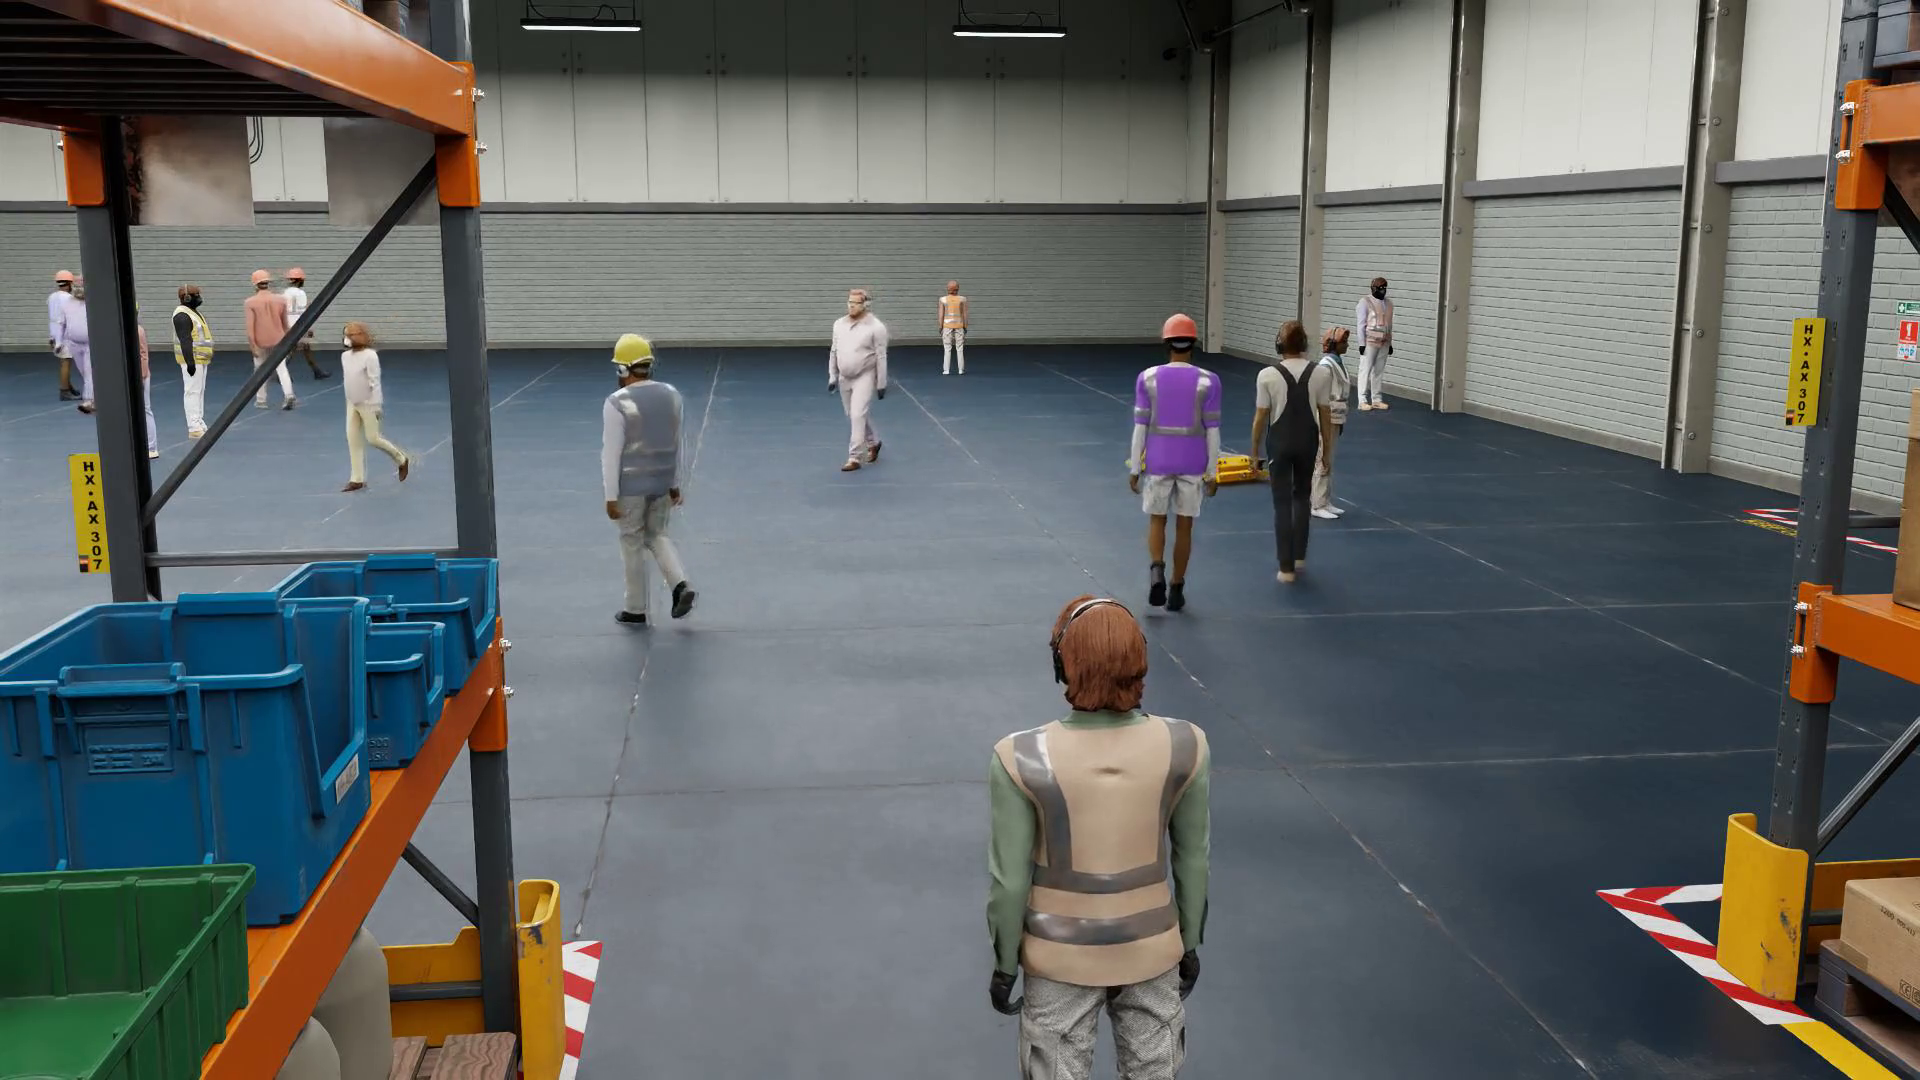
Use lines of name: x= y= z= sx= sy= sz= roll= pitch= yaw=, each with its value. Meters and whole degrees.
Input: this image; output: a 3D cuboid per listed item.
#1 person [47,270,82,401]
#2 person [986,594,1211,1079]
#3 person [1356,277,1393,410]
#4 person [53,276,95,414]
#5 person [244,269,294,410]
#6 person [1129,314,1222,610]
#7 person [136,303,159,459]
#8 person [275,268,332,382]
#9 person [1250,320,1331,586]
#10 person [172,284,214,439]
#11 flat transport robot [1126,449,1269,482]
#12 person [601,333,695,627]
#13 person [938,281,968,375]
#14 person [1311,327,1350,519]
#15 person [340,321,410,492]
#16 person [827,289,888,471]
person: x=-13.225 y=-3.024 z=24.641 sx=0.645 sy=1.909 sz=0.604 roll=5 pitch=12 yaw=26
person: x=0.307 y=0.932 z=3.665 sx=0.511 sy=1.641 sz=0.307 roll=-3 pitch=11 yaw=-14
person: x=5.807 y=-2.734 z=23.207 sx=0.619 sy=1.845 sz=0.430 roll=-6 pitch=12 yaw=-30
person: x=-11.988 y=-2.652 z=22.696 sx=0.659 sy=1.854 sz=0.975 roll=0 pitch=10 yaw=-1
person: x=-9.635 y=-2.792 z=23.227 sx=0.613 sy=1.959 sz=0.960 roll=-8 pitch=13 yaw=-37
person: x=1.371 y=-0.475 z=10.624 sx=0.581 sy=1.913 sz=0.558 roll=2 pitch=11 yaw=12
person: x=-8.947 y=-1.746 z=18.001 sx=0.316 sy=1.767 sz=0.535 roll=-10 pitch=14 yaw=-42
person: x=-11.040 y=-3.585 z=27.753 sx=0.561 sy=1.887 sz=1.018 roll=9 pitch=14 yaw=41
person: x=2.299 y=-0.615 z=11.626 sx=0.537 sy=1.823 sz=0.652 roll=0 pitch=10 yaw=0
person: x=-9.154 y=-2.135 z=19.918 sx=0.429 sy=1.846 sz=0.625 roll=-2 pitch=11 yaw=-13
flat transport robot: x=2.380 y=-0.781 z=16.806 sx=0.652 sy=0.197 sz=1.431 roll=-7 pitch=12 yaw=-33
person: x=-1.933 y=-0.348 z=10.174 sx=0.490 sy=1.821 sz=0.611 roll=8 pitch=13 yaw=38
person: x=-0.118 y=-3.697 z=29.039 sx=0.523 sy=1.640 sz=0.306 roll=-1 pitch=10 yaw=-8
person: x=3.187 y=-1.011 z=14.312 sx=0.315 sy=1.641 sz=0.514 roll=5 pitch=11 yaw=25
person: x=-5.642 y=-1.285 z=15.892 sx=0.509 sy=1.619 sz=0.648 roll=7 pitch=12 yaw=32
person: x=-1.033 y=-1.693 z=17.418 sx=0.630 sy=1.879 sz=0.910 roll=6 pitch=12 yaw=32
